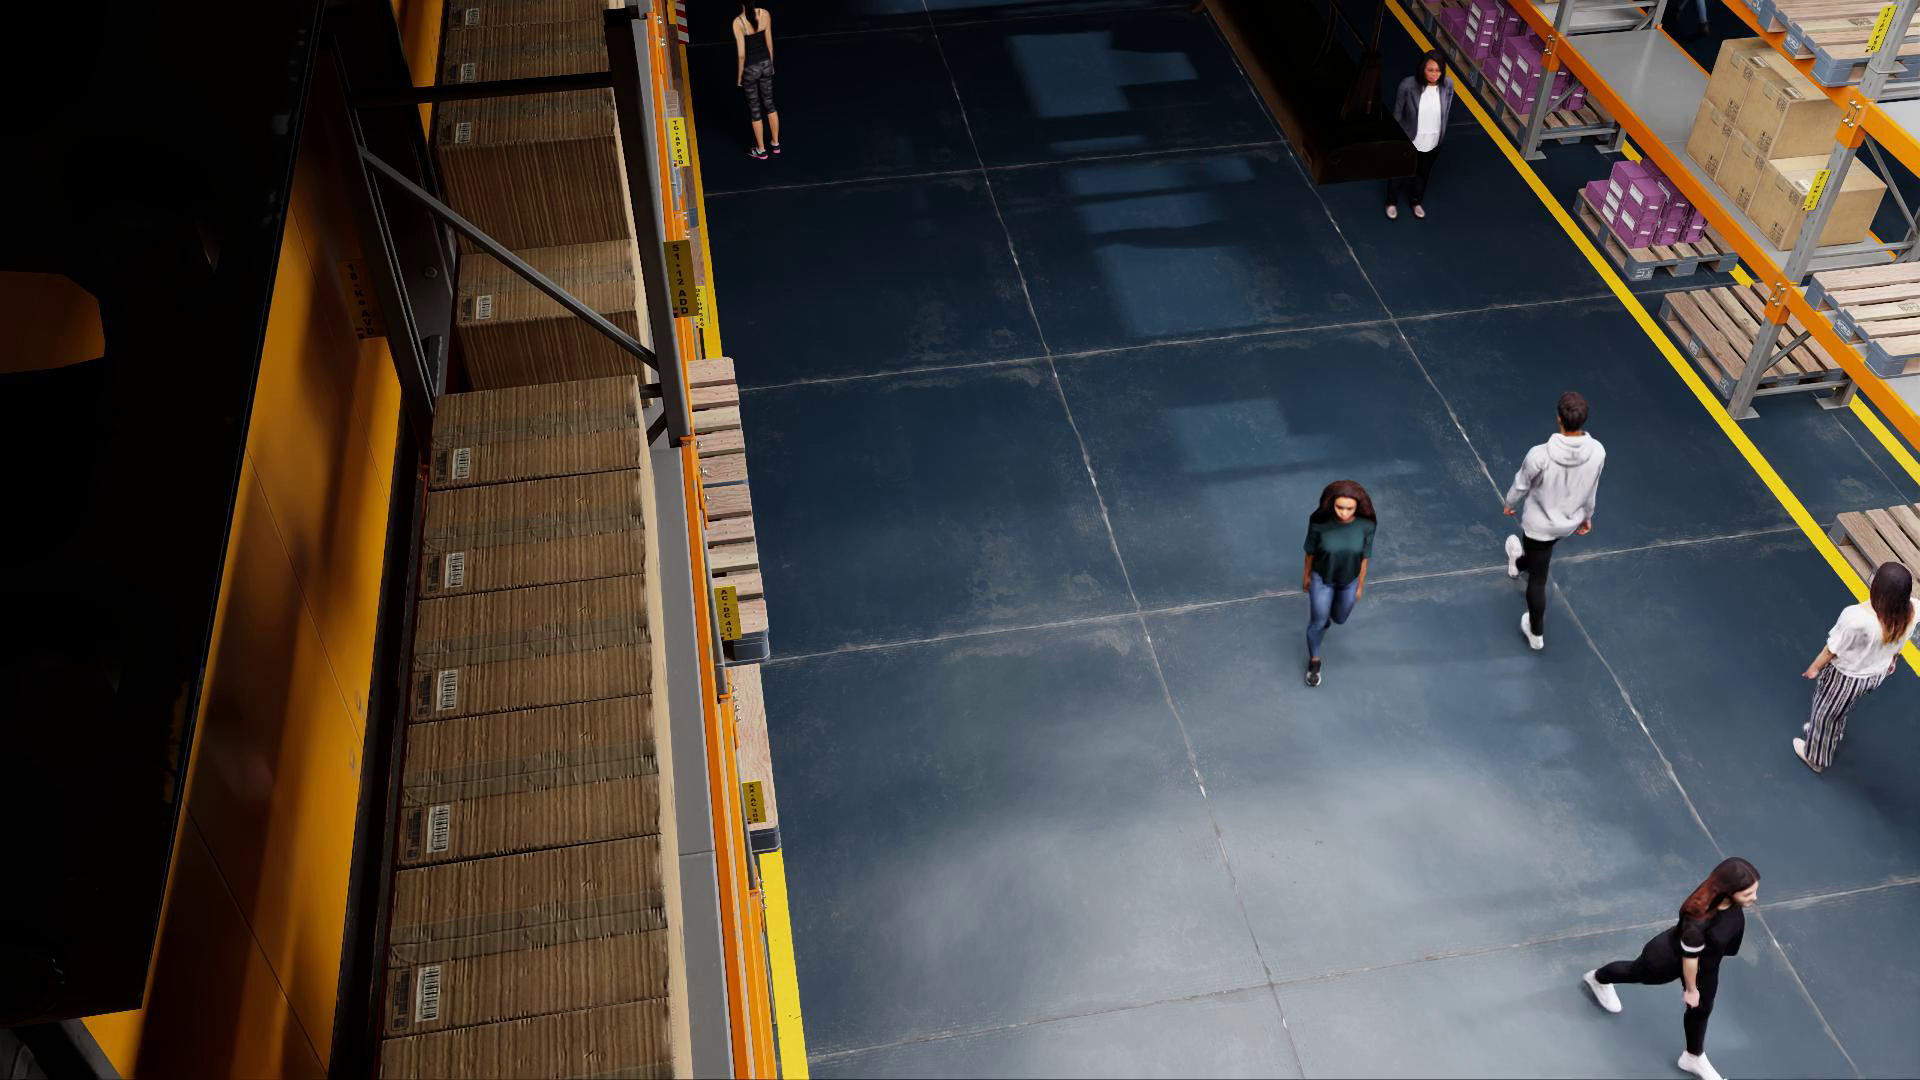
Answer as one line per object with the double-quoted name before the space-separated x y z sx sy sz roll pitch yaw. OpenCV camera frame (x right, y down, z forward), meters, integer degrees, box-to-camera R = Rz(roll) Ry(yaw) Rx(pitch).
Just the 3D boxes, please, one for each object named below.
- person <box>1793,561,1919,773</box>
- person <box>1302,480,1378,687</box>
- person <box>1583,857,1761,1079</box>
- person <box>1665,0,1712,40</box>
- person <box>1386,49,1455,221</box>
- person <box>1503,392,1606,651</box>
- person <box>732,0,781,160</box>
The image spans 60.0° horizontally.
"person" 5.497 0.833 10.135 0.746 1.664 0.731 -13 45 -13
"person" 2.439 0.198 10.846 0.731 1.602 0.949 4 44 5
"person" 3.745 2.158 8.797 0.942 1.590 1.202 -28 50 -26
"person" 7.832 -6.056 17.407 0.628 1.608 1.090 -11 45 -11
"person" 4.104 -3.621 14.860 0.673 1.595 0.666 -3 44 -3
"person" 3.903 -0.053 10.912 0.760 1.875 1.177 -2 44 -3
"person" -1.912 -4.396 15.579 0.657 1.727 0.673 -29 51 -27
